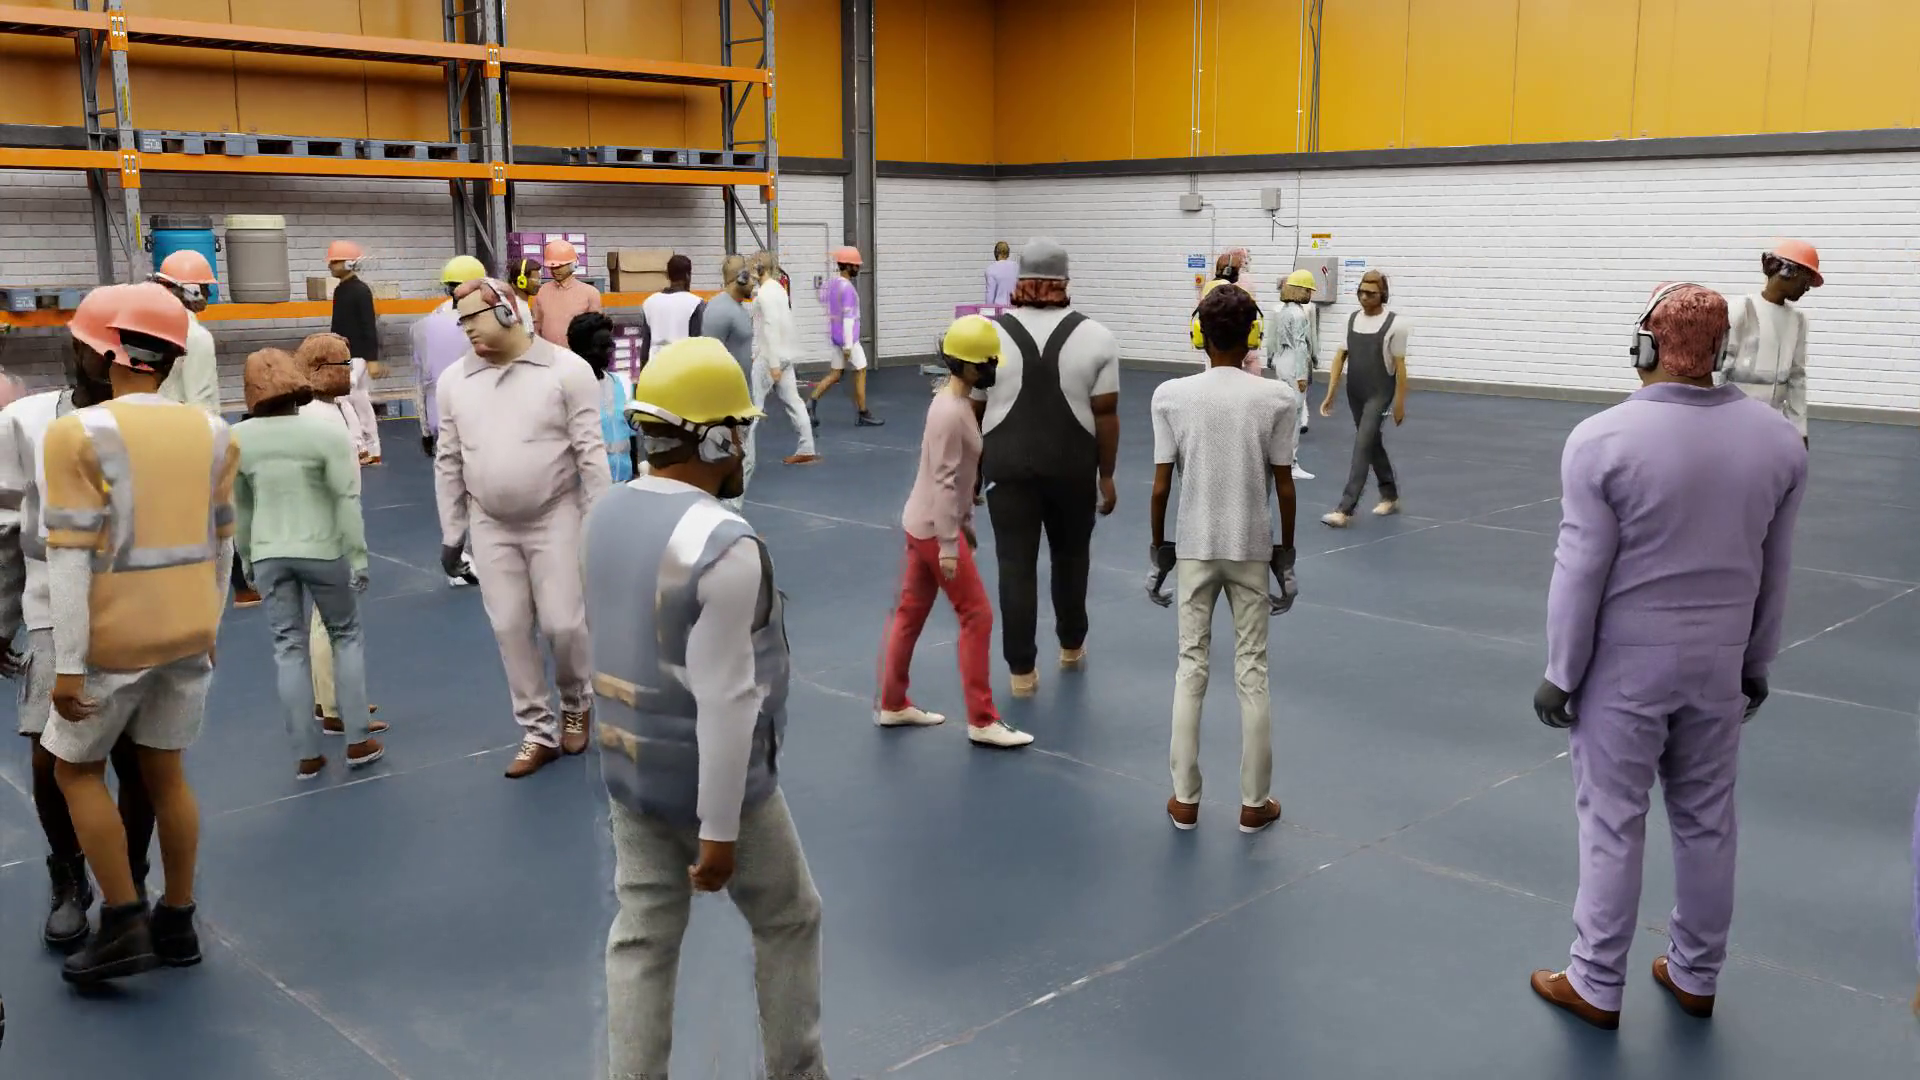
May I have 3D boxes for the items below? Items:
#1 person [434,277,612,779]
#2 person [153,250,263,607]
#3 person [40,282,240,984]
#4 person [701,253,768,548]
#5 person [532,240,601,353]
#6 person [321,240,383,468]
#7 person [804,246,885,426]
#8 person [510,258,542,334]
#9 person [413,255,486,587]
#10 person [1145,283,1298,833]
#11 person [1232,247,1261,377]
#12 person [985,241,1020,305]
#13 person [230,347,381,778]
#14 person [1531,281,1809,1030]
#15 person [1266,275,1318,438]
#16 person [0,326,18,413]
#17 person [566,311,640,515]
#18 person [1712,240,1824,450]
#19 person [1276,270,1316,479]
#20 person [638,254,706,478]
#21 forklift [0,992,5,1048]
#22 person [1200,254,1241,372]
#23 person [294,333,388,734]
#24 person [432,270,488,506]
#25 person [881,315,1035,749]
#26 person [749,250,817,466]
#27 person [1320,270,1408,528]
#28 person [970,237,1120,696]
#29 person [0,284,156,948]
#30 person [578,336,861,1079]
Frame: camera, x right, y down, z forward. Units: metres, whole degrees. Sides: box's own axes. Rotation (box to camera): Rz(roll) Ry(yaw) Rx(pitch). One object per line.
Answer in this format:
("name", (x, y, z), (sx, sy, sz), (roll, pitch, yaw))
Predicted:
("person", (-1.652, -0.052, 6.294), (0.696, 1.870, 0.482), (1, 10, 6))
("person", (-4.141, -0.544, 8.767), (0.613, 1.955, 0.978), (6, 12, 31))
("person", (-2.239, 0.262, 4.526), (0.391, 1.902, 0.626), (5, 12, 27))
("person", (-1.463, -0.866, 10.639), (0.596, 1.903, 0.666), (0, 10, 2))
("person", (-3.188, -1.424, 13.458), (0.611, 1.985, 0.393), (2, 11, 10))
("person", (-5.310, -1.586, 14.362), (0.600, 1.970, 0.635), (-7, 13, -34))
("person", (-1.256, -2.133, 17.531), (0.870, 1.914, 0.544), (-5, 11, -24))
("person", (-3.326, -1.207, 12.652), (0.383, 1.849, 0.515), (-4, 11, -19))
("person", (-2.843, -0.654, 9.476), (0.598, 1.913, 0.527), (3, 11, 14))
("person", (0.889, 0.070, 5.648), (0.516, 1.865, 0.329), (2, 11, 13))
("person", (3.211, -2.348, 18.777), (0.886, 1.870, 0.664), (-5, 12, -27))
("person", (0.585, -3.177, 23.144), (0.637, 1.938, 0.357), (-8, 13, -38))
("person", (-2.497, 0.083, 6.260), (0.533, 1.609, 0.408), (0, 10, -2))
("person", (1.776, 0.303, 4.257), (0.650, 1.907, 0.409), (-2, 11, -11))
("person", (3.305, -1.823, 16.600), (0.531, 1.617, 0.406), (-3, 11, -16))
("person", (-4.280, -0.209, 7.571), (0.564, 1.728, 0.837), (9, 14, 41))
("person", (-1.779, -0.256, 7.944), (0.650, 1.678, 0.538), (7, 13, 34))
("person", (4.431, -0.660, 9.299), (0.721, 1.992, 0.415), (-4, 11, -19))
("person", (2.809, -1.384, 13.926), (0.305, 1.737, 0.484), (-1, 10, -8))
("person", (-2.321, -1.314, 13.184), (0.649, 1.885, 0.836), (6, 12, 31))
("forklift", (-3.245, 0.323, 3.363), (2.313, 2.155, 1.214), (2, 11, 13))
("person", (2.577, -1.859, 16.245), (0.430, 1.837, 0.619), (-3, 11, -16))
("person", (-2.551, -0.025, 6.794), (0.279, 1.633, 0.506), (-5, 11, -25))
("person", (-3.608, -1.114, 12.255), (0.641, 1.812, 0.674), (1, 10, 6))
("person", (-0.012, -0.027, 6.583), (0.696, 1.711, 0.541), (0, 10, 0))
("person", (-1.729, -1.571, 14.531), (1.018, 1.882, 0.644), (1, 10, 7))
("person", (2.892, -1.002, 11.734), (1.003, 1.791, 0.502), (-9, 13, -39))
("person", (0.365, -0.367, 7.545), (0.703, 2.000, 0.901), (1, 10, 4))
("person", (-2.407, 0.238, 4.667), (0.627, 1.885, 0.438), (-2, 11, -13))
("person", (-0.498, 0.466, 3.618), (0.604, 1.807, 0.702), (10, 14, 42))
